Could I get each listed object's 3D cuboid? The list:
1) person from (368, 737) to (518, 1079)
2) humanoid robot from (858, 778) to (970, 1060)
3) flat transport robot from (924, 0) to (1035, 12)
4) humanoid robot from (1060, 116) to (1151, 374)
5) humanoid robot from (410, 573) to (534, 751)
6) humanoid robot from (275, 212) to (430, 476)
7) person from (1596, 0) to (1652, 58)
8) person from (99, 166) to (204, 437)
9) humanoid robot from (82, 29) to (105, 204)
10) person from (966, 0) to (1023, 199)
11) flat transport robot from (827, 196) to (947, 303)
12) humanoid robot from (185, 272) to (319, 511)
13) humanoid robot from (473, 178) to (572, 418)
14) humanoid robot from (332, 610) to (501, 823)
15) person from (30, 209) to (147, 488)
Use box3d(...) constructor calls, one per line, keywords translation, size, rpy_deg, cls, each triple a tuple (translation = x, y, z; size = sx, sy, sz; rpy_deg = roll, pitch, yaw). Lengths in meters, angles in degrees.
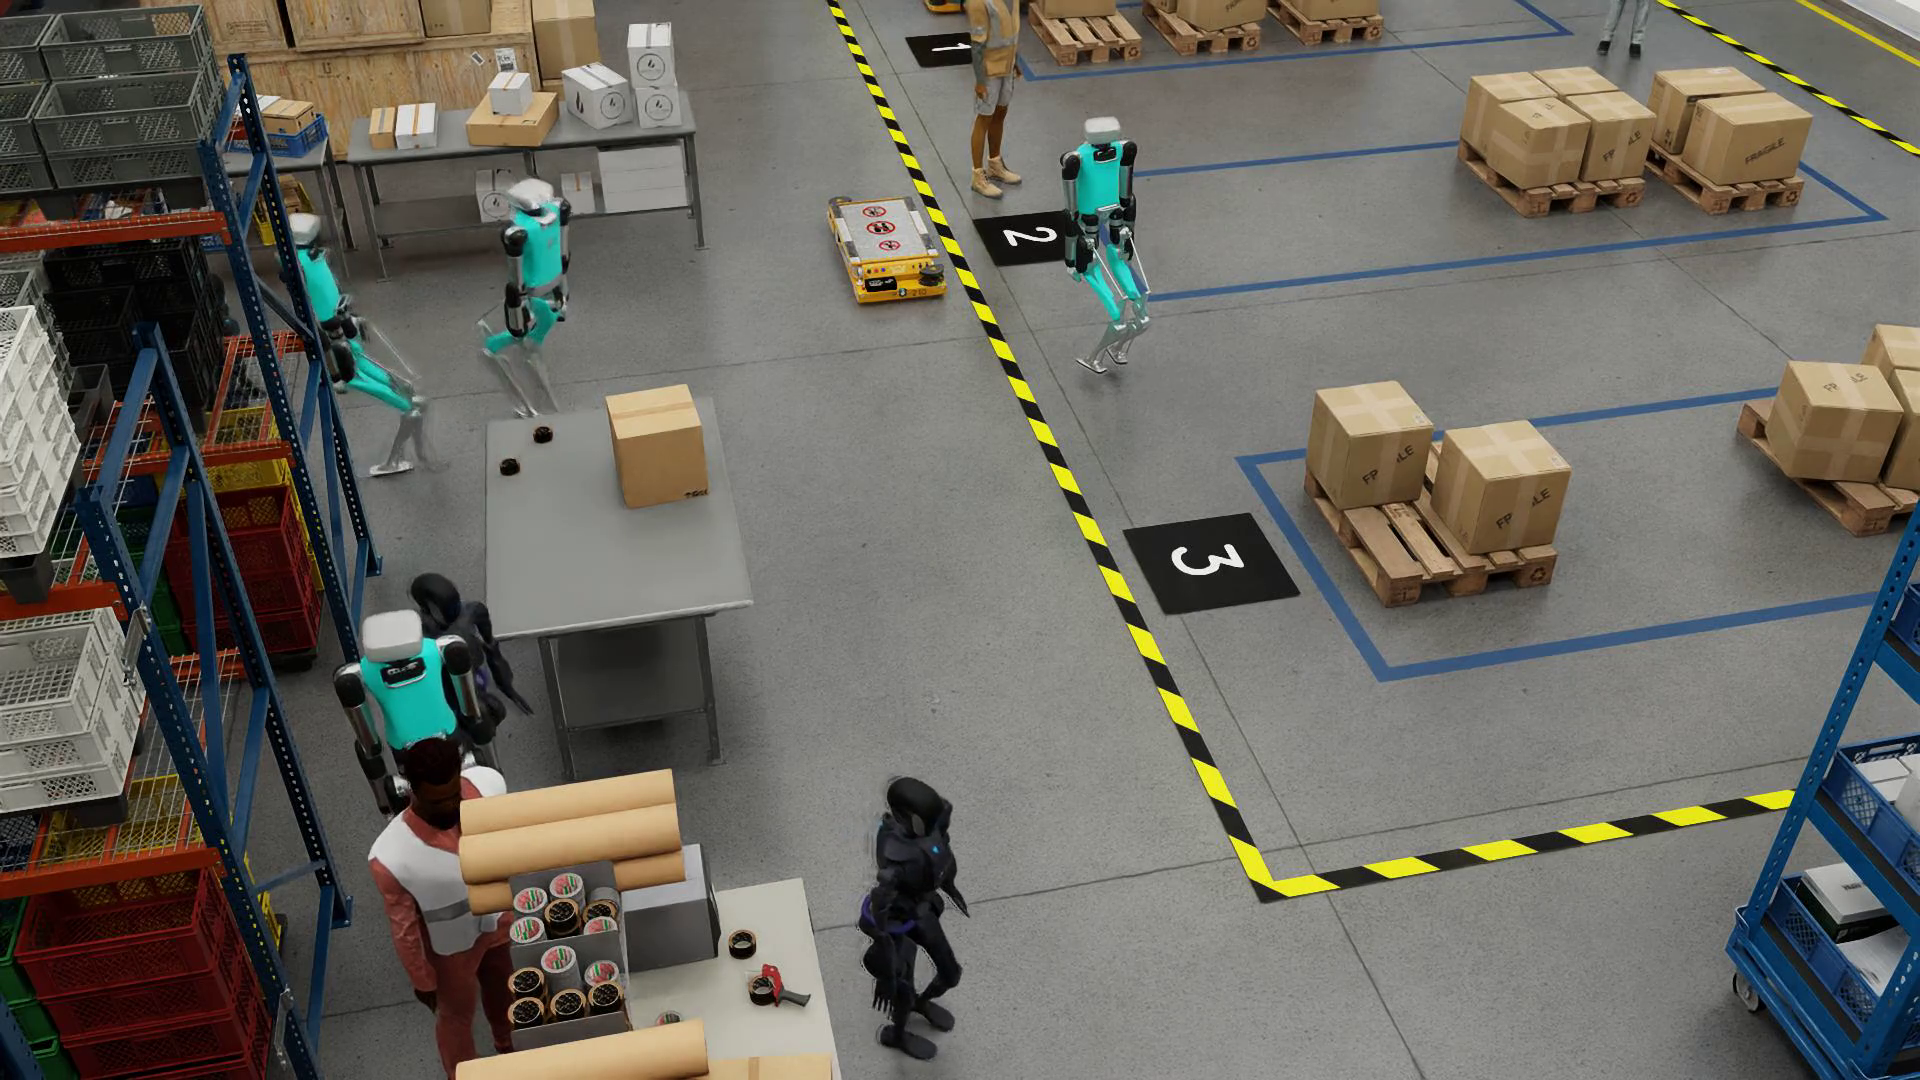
box3d(translation=(-1.848, 1.448, 6.227), size=(0.390, 1.916, 0.589), rpy_deg=(20, 41, 25), cls="person")
box3d(translation=(-0.191, 1.467, 6.407), size=(0.351, 1.635, 0.599), rpy_deg=(17, 40, 21), cls="humanoid robot")
box3d(translation=(0.329, -5.716, 17.213), size=(1.431, 0.197, 0.652), rpy_deg=(-8, 37, -10), cls="flat transport robot")
box3d(translation=(0.994, -1.818, 10.654), size=(0.533, 1.677, 0.735), rpy_deg=(-18, 40, -22), cls="humanoid robot")
box3d(translation=(-2.208, 0.777, 7.380), size=(0.632, 1.652, 0.601), rpy_deg=(16, 40, 21), cls="humanoid robot")
box3d(translation=(-3.478, -1.068, 9.825), size=(0.721, 1.859, 0.537), rpy_deg=(-3, 37, -4), cls="humanoid robot")
box3d(translation=(6.395, -5.443, 15.558), size=(0.599, 1.829, 0.404), rpy_deg=(10, 38, 13), cls="person")
box3d(translation=(-4.948, -1.474, 10.227), size=(0.506, 1.837, 0.333), rpy_deg=(27, 44, 31), cls="person")
box3d(translation=(-6.331, -3.040, 12.479), size=(0.720, 1.637, 0.593), rpy_deg=(-16, 39, -20), cls="humanoid robot")
box3d(translation=(0.303, -3.719, 13.067), size=(0.382, 2.045, 0.604), rpy_deg=(22, 42, 27), cls="person")
box3d(translation=(-0.570, -2.220, 12.538), size=(0.659, 0.231, 1.431), rpy_deg=(-8, 37, -10), cls="flat transport robot")
box3d(translation=(-4.152, -0.789, 9.448), size=(0.610, 1.638, 0.608), rpy_deg=(-5, 37, -6), cls="humanoid robot")
box3d(translation=(-2.735, -1.418, 10.276), size=(0.837, 1.811, 0.550), rpy_deg=(17, 40, 22), cls="humanoid robot")
box3d(translation=(-2.106, 1.145, 6.828), size=(0.545, 1.849, 0.656), rpy_deg=(-16, 39, -20), cls="humanoid robot")
box3d(translation=(-5.070, -0.965, 9.493), size=(0.824, 1.891, 0.597), rpy_deg=(-15, 39, -19), cls="person")
